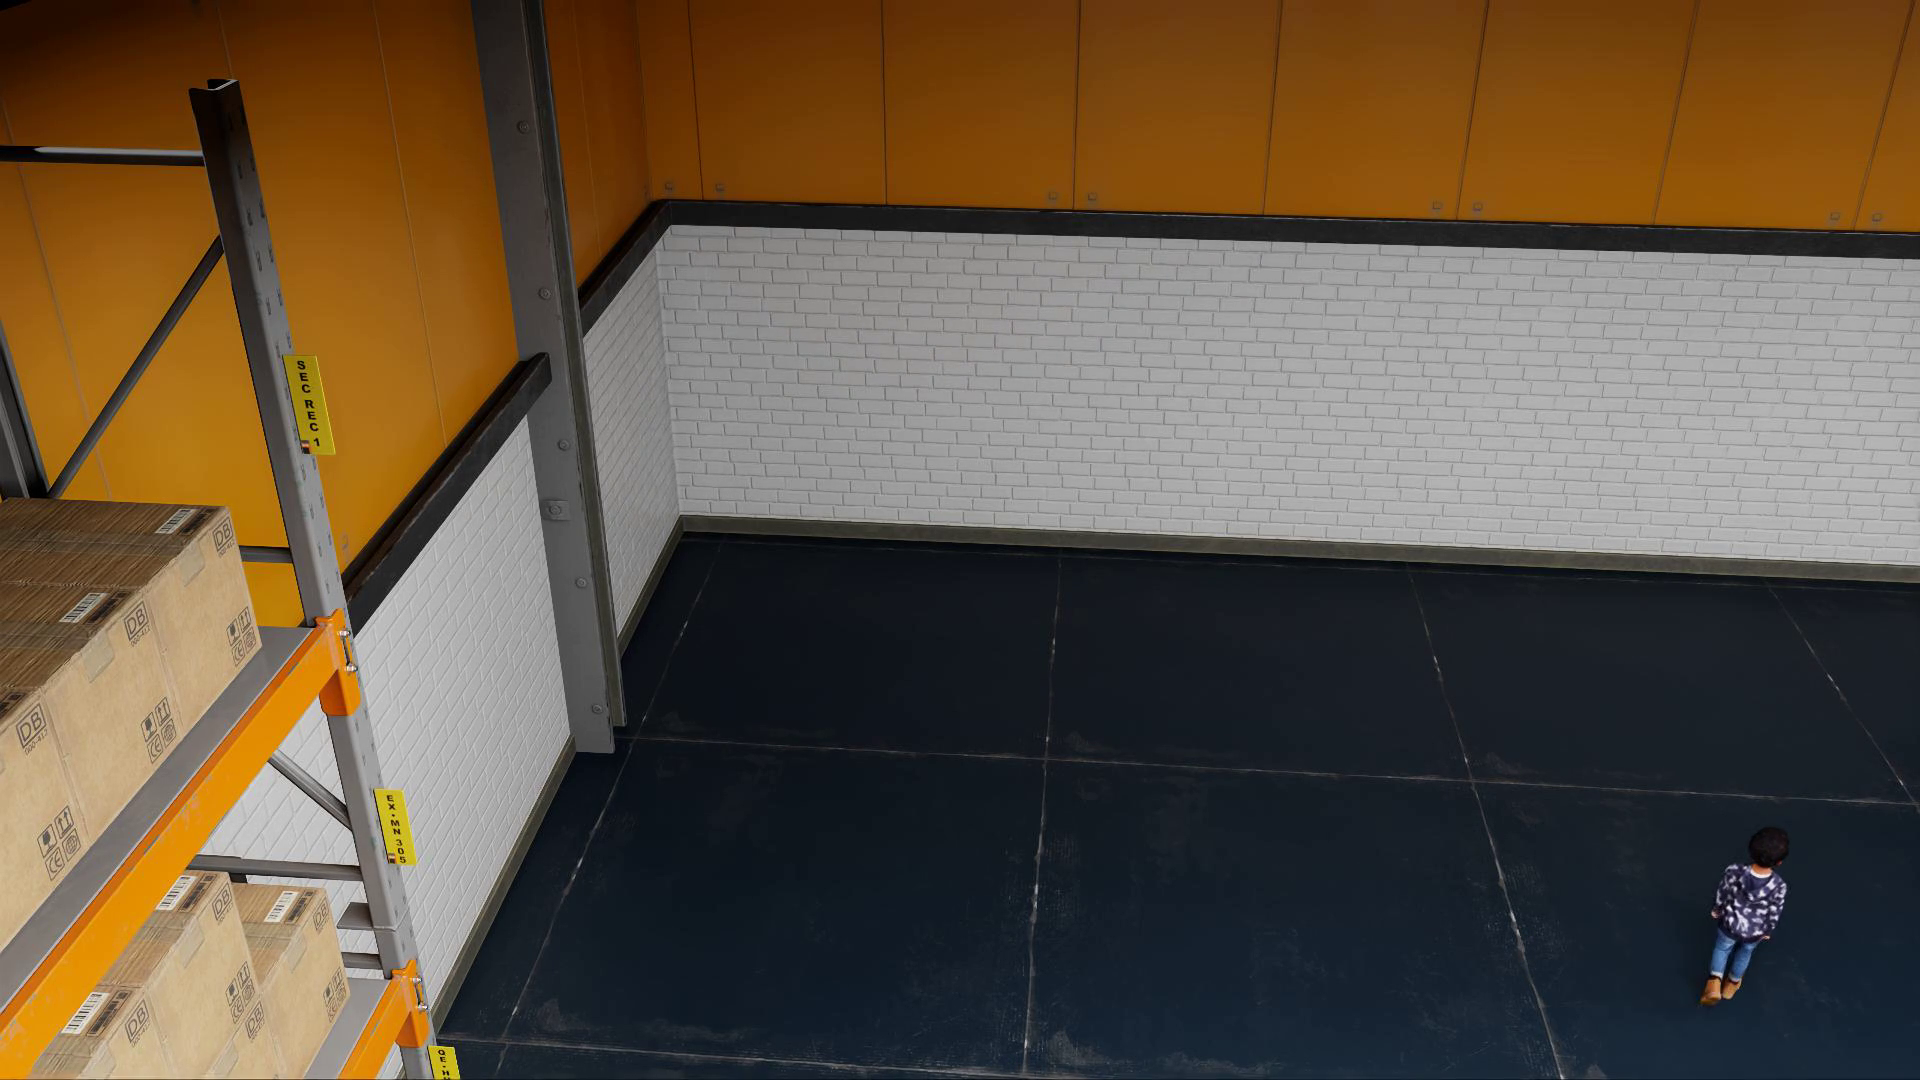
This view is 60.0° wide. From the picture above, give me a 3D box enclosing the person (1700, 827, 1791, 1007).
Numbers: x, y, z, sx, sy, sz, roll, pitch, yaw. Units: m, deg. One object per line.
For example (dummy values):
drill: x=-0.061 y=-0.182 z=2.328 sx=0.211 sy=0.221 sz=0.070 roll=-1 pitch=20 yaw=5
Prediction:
person: x=4.473 y=2.178 z=9.512 sx=0.664 sy=1.240 sz=0.791 roll=16 pitch=33 yaw=27
